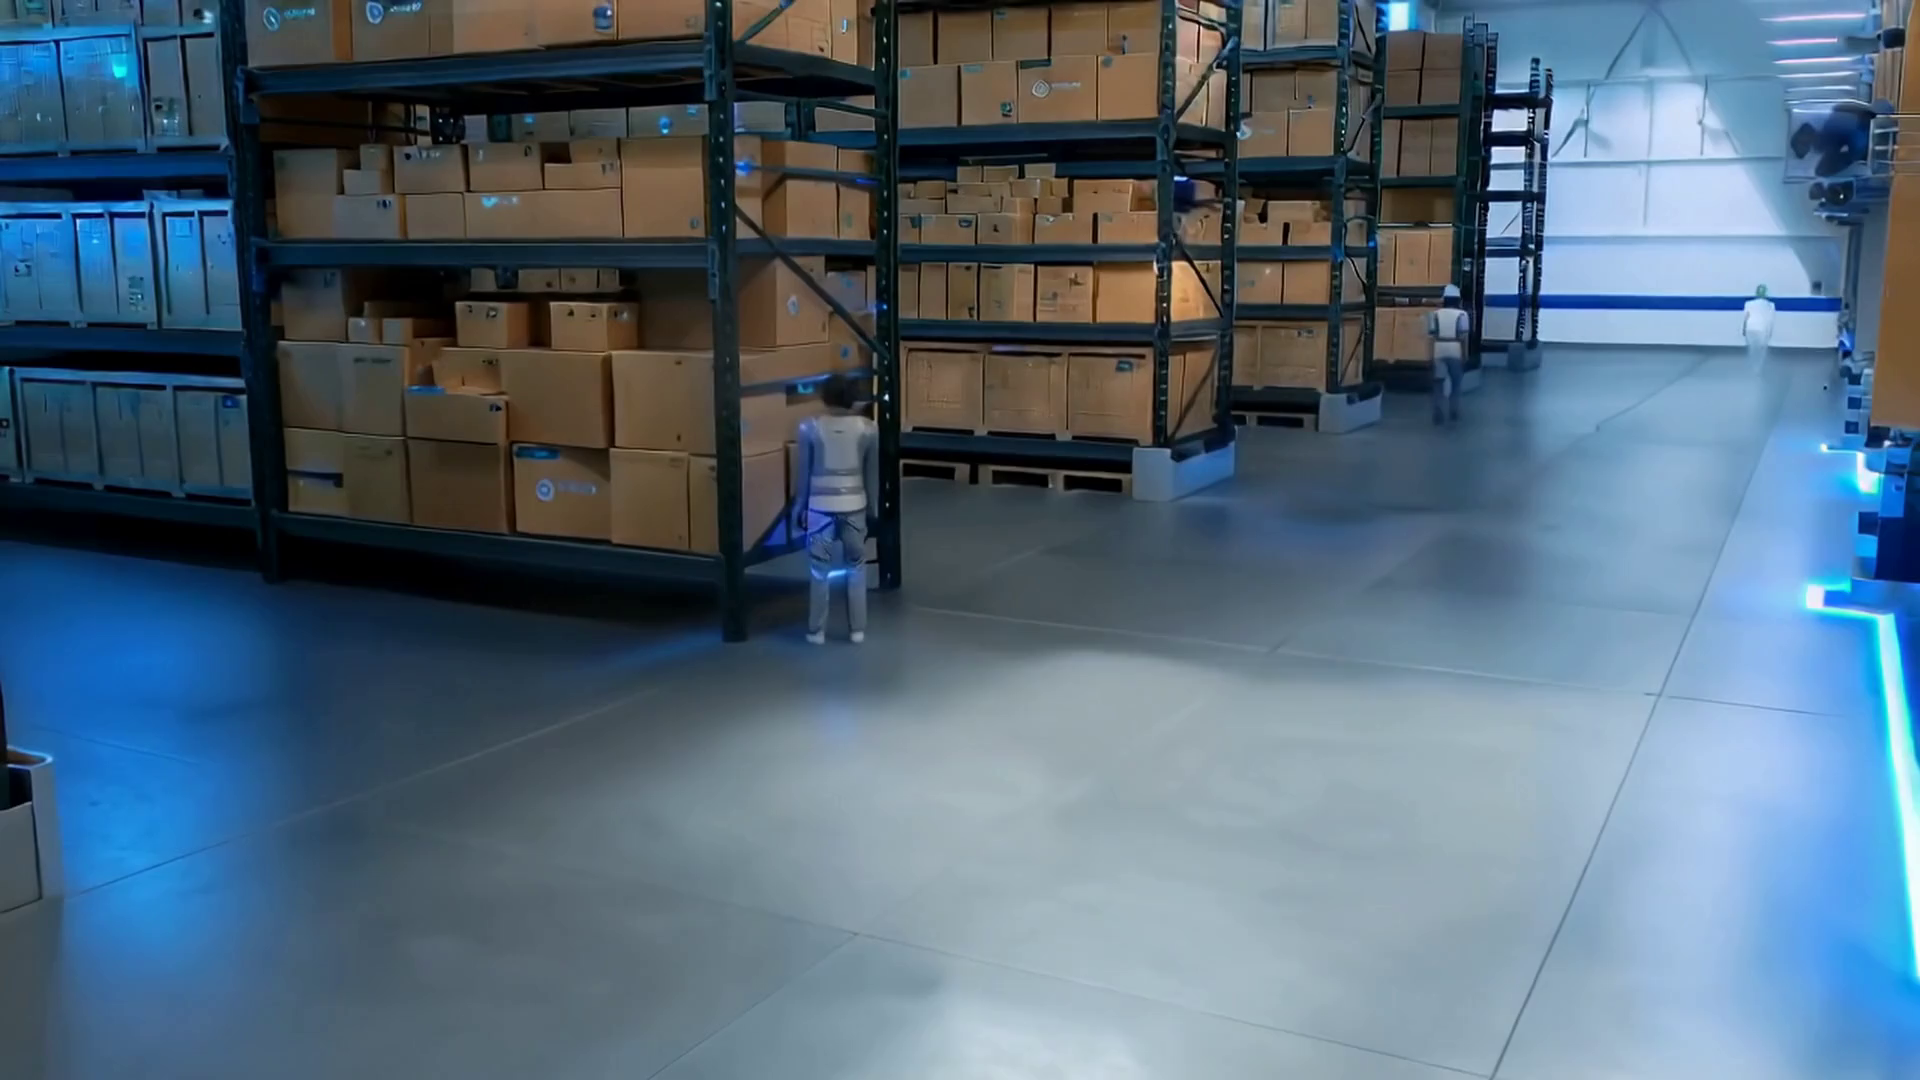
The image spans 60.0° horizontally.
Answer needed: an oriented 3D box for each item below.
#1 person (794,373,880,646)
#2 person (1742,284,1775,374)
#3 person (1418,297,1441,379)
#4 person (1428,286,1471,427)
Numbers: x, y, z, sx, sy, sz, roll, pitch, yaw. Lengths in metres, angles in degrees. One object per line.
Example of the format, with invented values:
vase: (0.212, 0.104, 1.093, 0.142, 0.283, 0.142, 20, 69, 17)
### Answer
person: (-0.724, -0.179, 9.895, 0.520, 1.630, 0.321, -3, 10, -17)
person: (15.542, -4.112, 32.410, 0.571, 1.702, 0.908, 5, 11, 25)
person: (8.616, -3.917, 30.746, 0.663, 1.904, 0.469, -9, 13, -43)
person: (6.609, -2.484, 22.505, 0.560, 1.877, 1.045, 5, 11, 26)
